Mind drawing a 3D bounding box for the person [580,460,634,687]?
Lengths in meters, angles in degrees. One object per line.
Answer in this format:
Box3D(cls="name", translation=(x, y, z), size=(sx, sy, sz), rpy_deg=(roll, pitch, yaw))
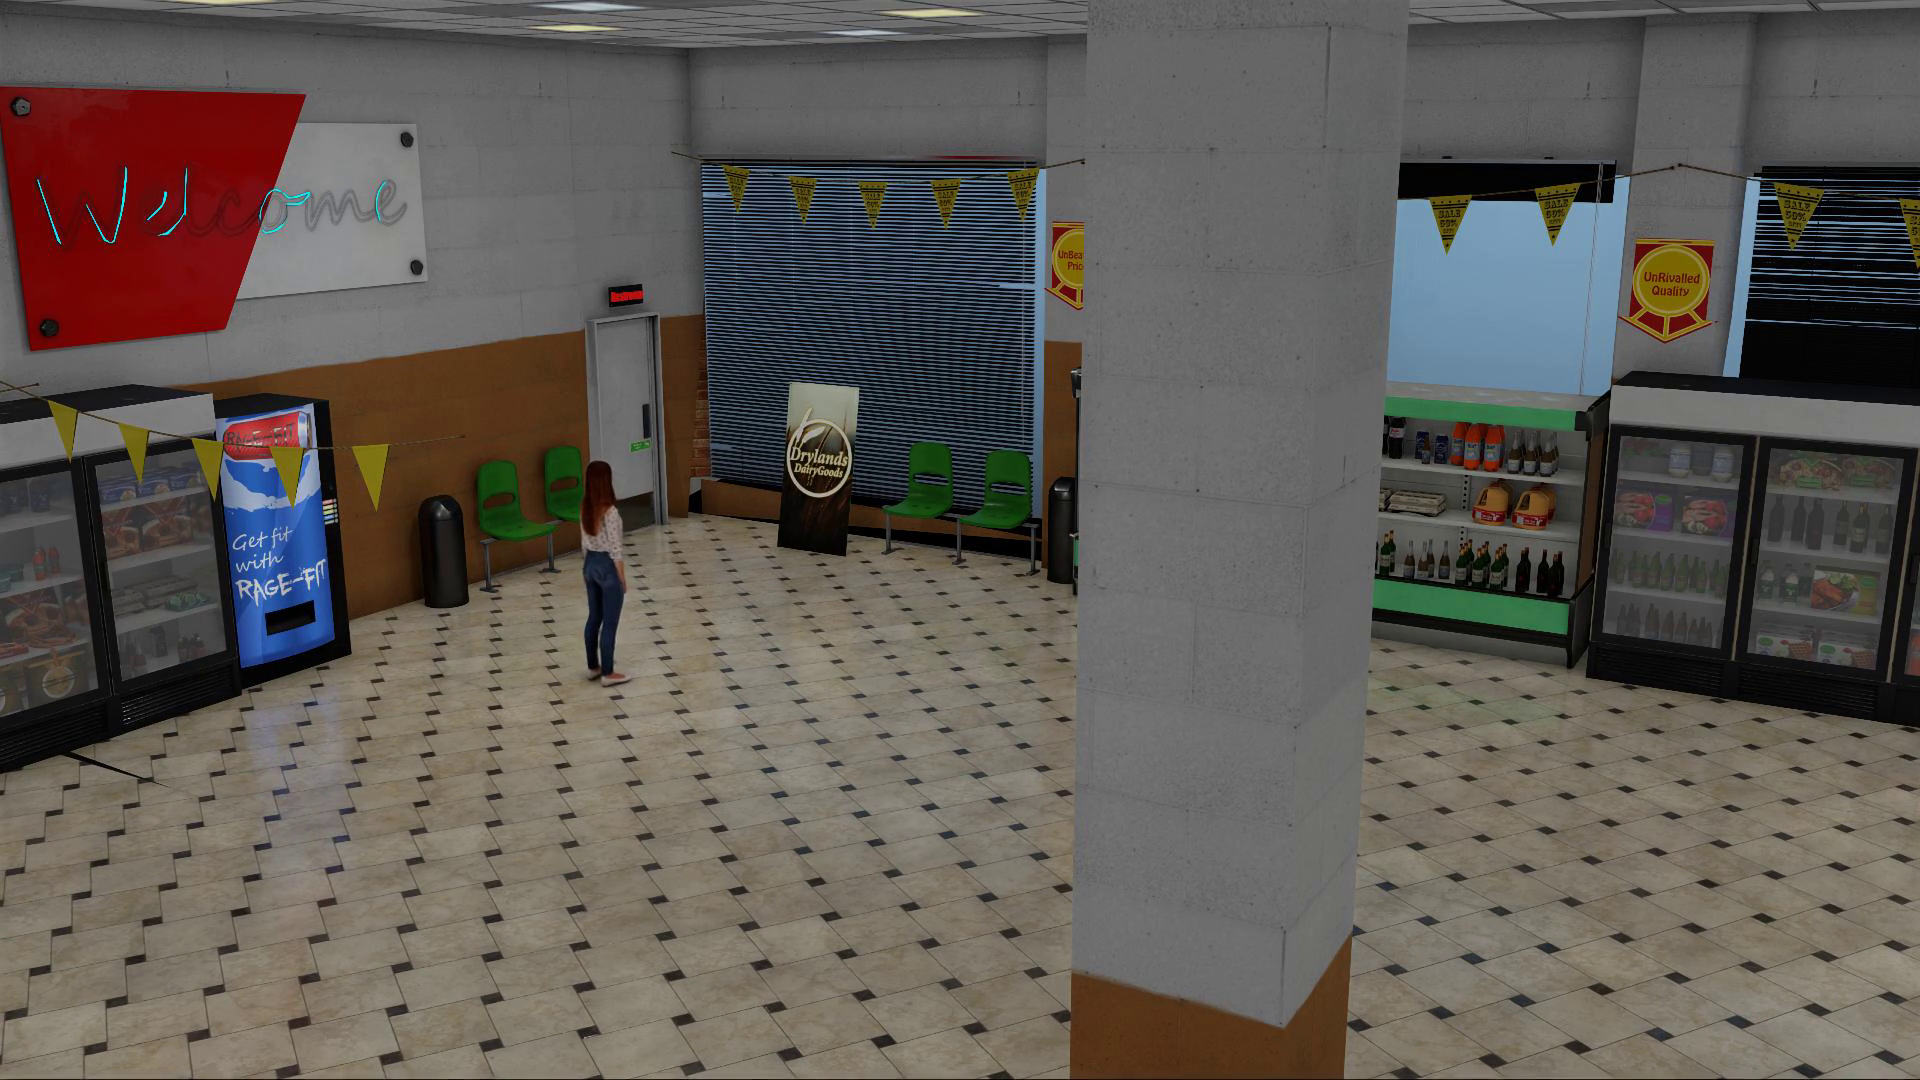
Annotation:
Box3D(cls="person", translation=(-2.740, 0.246, 12.723), size=(0.510, 1.726, 0.673), rpy_deg=(12, 18, 41))
